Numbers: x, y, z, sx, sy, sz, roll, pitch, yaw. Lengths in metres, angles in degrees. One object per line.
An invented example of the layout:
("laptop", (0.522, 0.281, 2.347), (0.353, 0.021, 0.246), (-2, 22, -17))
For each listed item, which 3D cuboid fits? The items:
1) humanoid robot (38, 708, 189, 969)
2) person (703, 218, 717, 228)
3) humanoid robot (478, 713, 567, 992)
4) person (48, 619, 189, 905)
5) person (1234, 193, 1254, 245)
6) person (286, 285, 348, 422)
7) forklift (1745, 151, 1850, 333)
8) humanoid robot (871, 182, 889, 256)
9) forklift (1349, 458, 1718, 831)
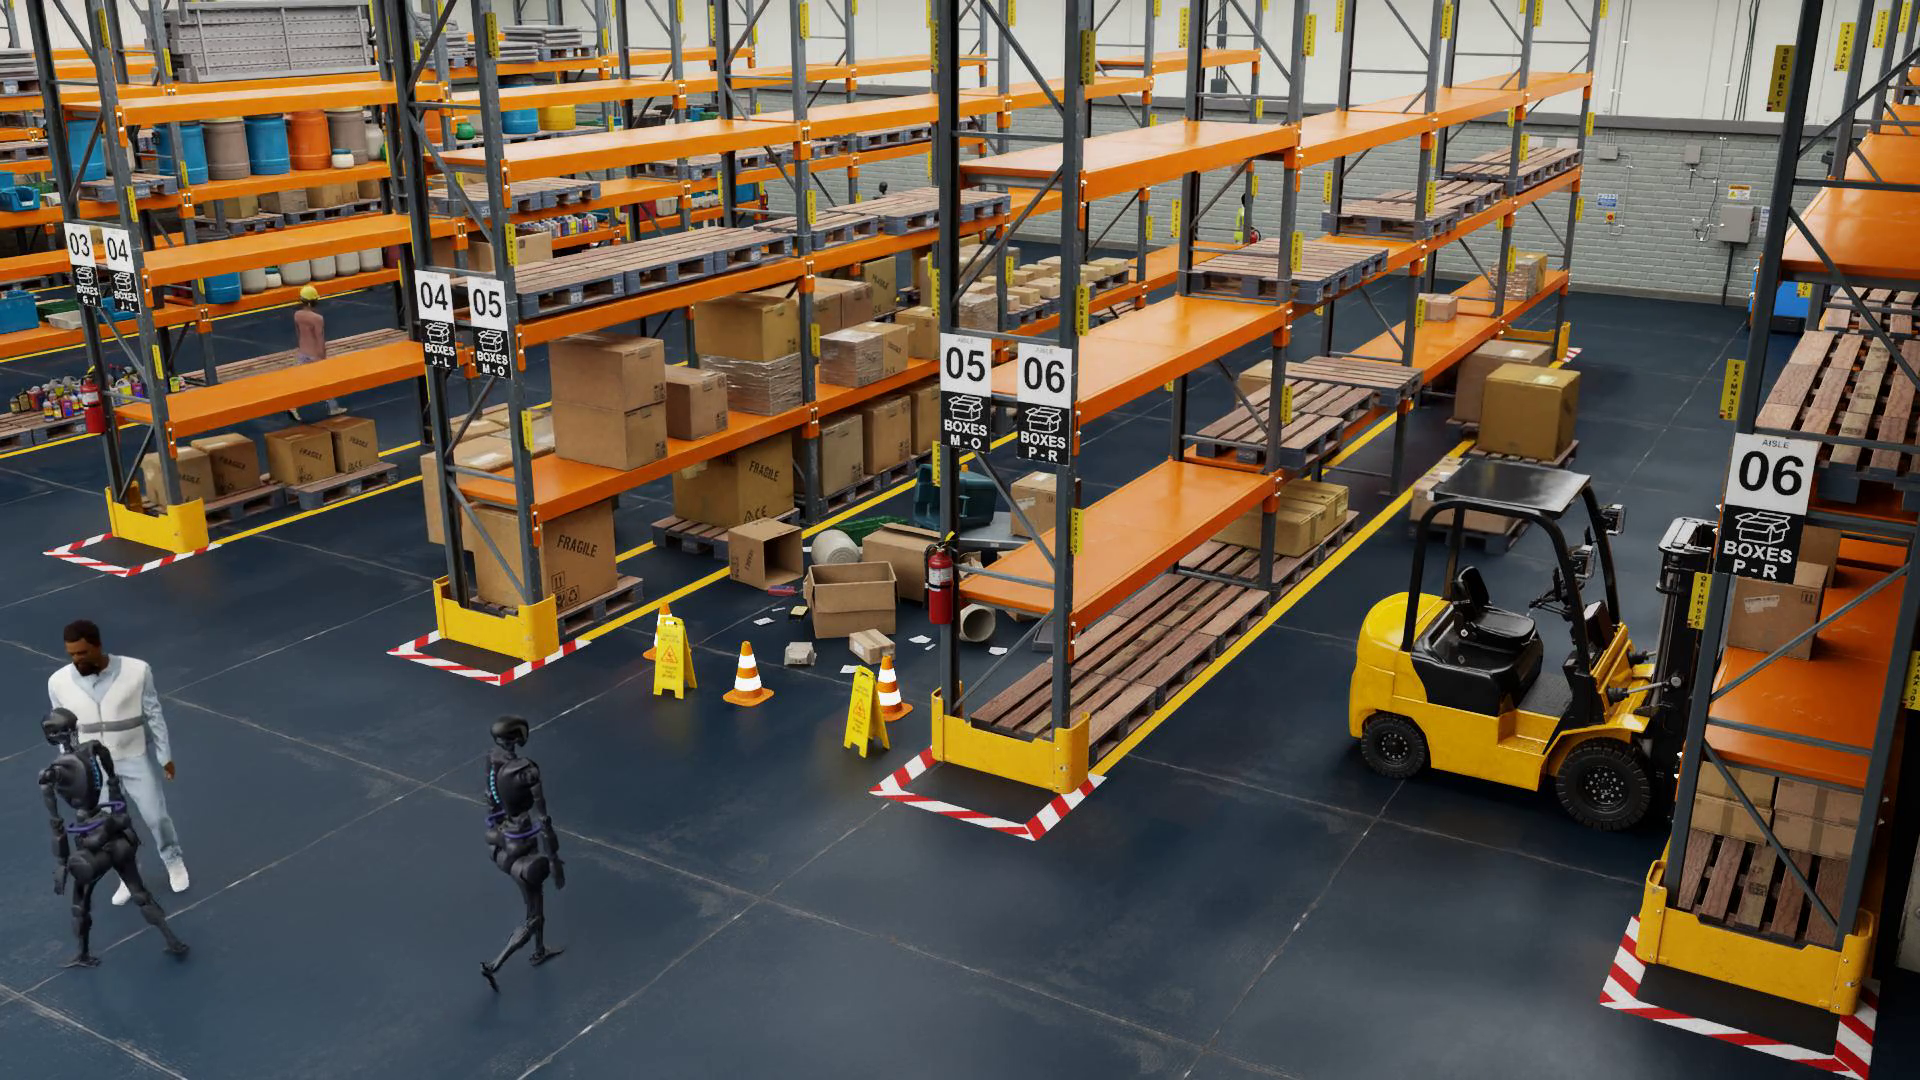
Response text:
("humanoid robot", (-4.923, 1.731, 9.548), (0.739, 1.624, 0.613), (4, 19, 11))
("person", (-5.243, -7.061, 34.860), (0.492, 1.688, 0.348), (-6, 20, -17))
("humanoid robot", (-2.564, 1.751, 9.437), (0.602, 1.637, 0.647), (16, 24, 38))
("person", (-5.179, 1.344, 10.233), (0.615, 1.901, 0.415), (-4, 19, -11))
("person", (5.164, -5.484, 30.299), (0.321, 1.686, 0.537), (-1, 19, -4))
("person", (-8.302, -2.379, 21.231), (0.522, 1.736, 0.800), (10, 21, 26))
("forklift", (13.620, -4.667, 26.137), (1.873, 2.768, 1.129), (11, 22, 29))
("humanoid robot", (-1.479, -6.045, 31.939), (0.593, 1.649, 0.455), (-10, 21, -26))
("forklift", (3.988, 0.658, 11.776), (2.313, 2.155, 1.214), (11, 22, 29))
